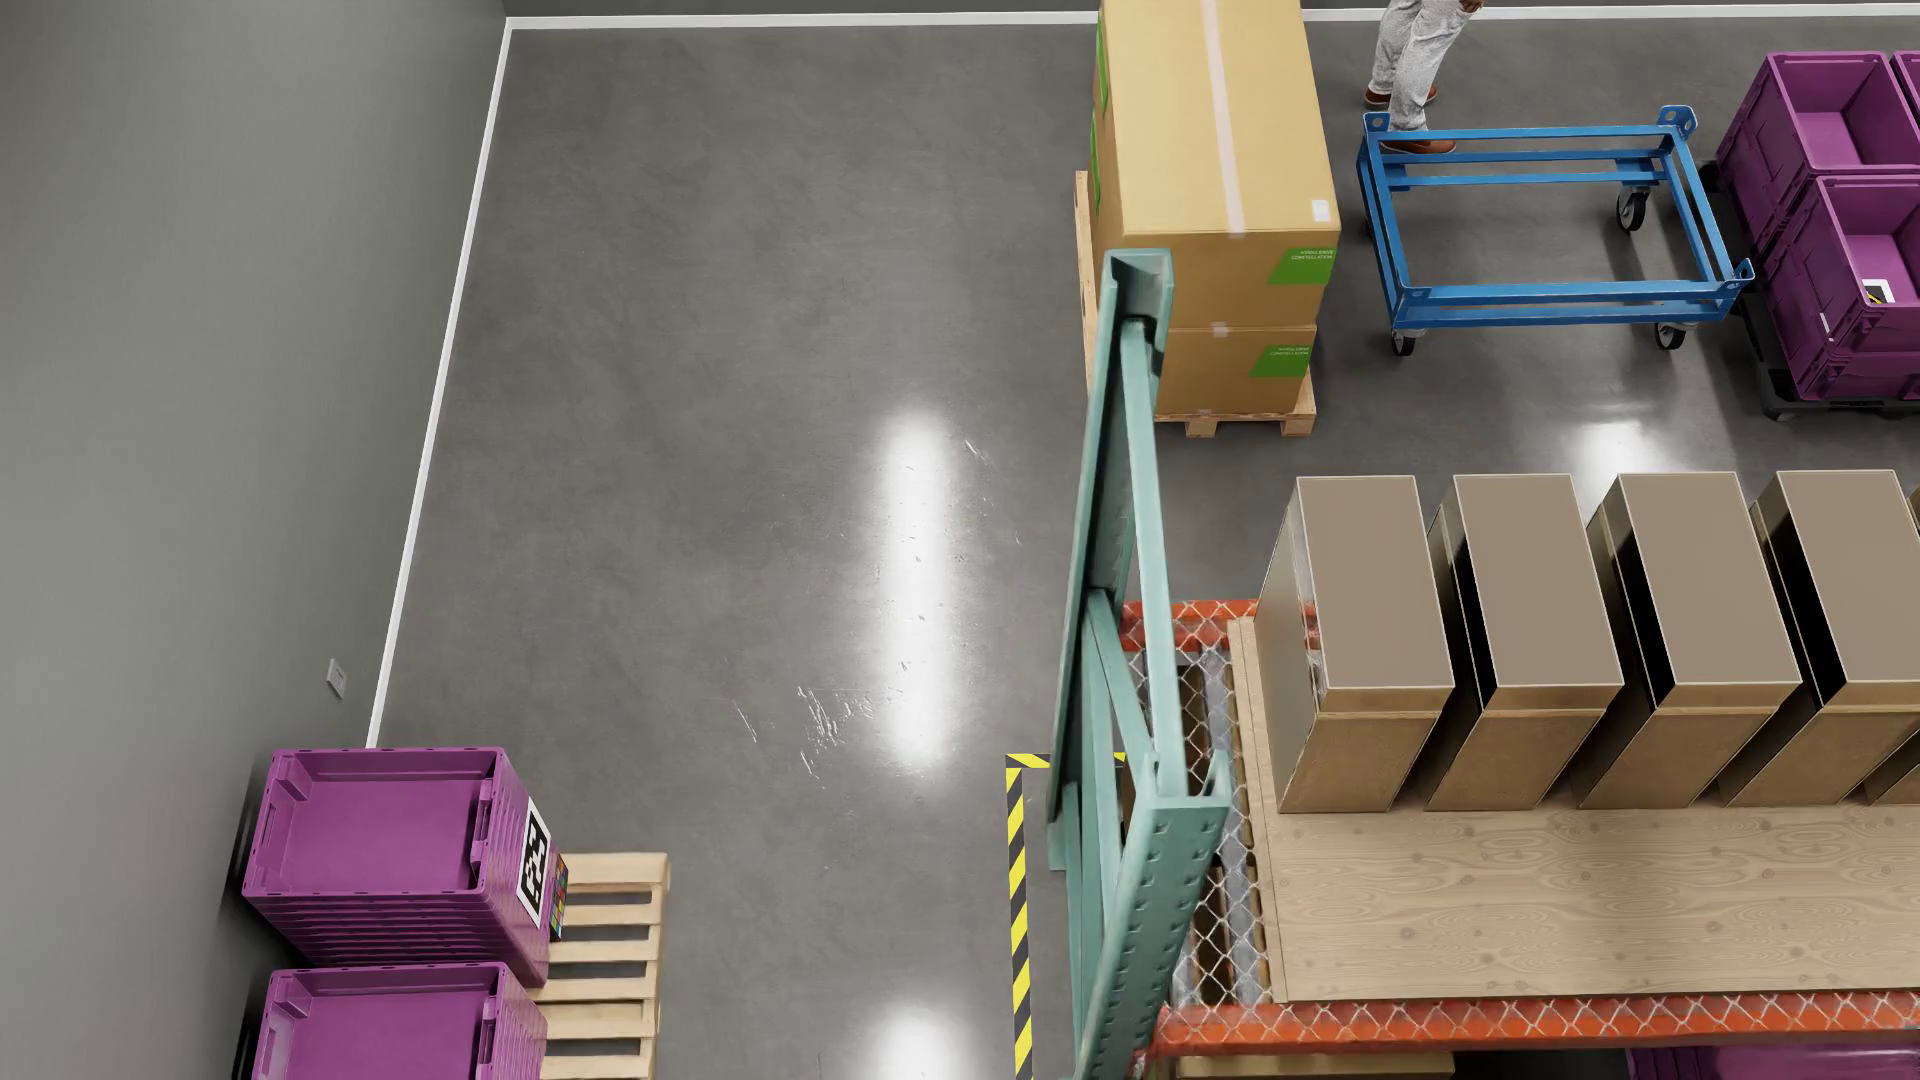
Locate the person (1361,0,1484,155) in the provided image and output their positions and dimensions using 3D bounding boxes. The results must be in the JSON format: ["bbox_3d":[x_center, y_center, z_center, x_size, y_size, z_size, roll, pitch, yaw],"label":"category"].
[{"bbox_3d":[1.830,-2.239,6.075,0.356,1.938,0.638,-3,58,-2],"label":"person"}]
